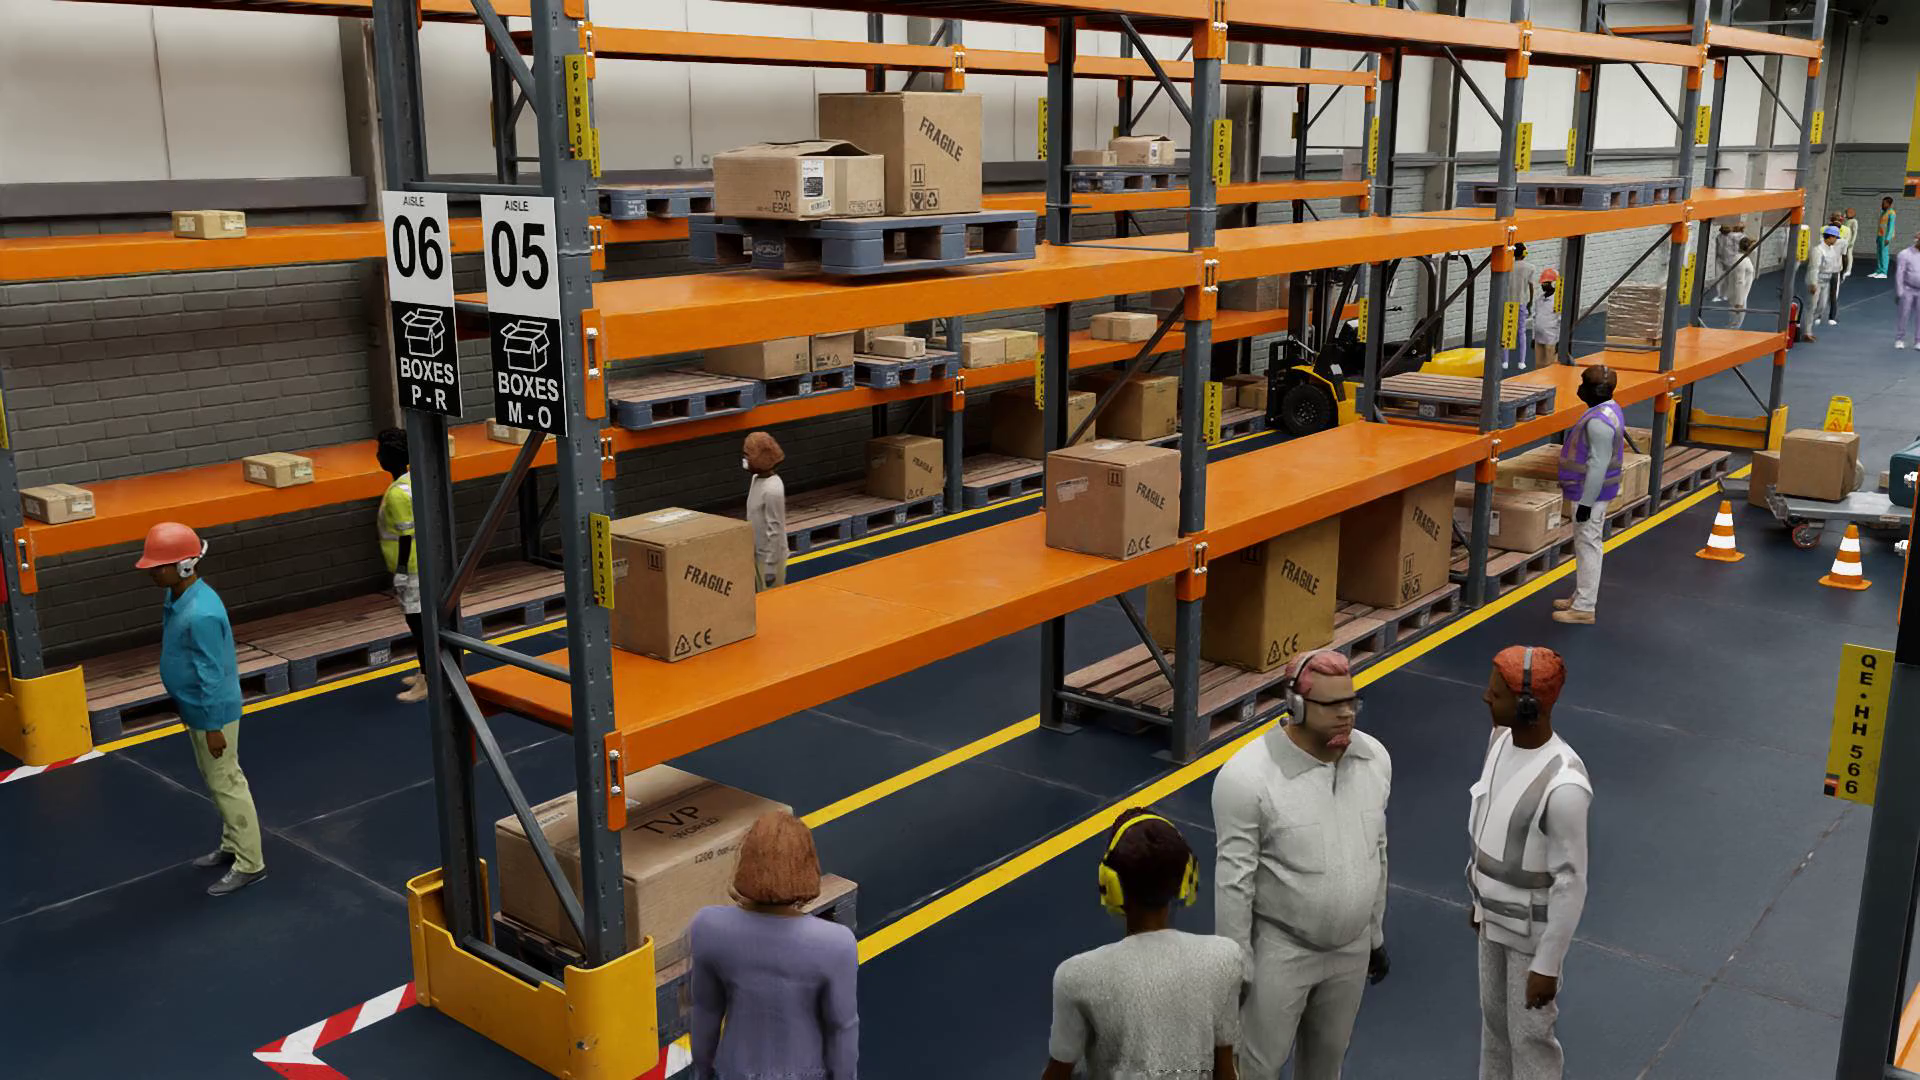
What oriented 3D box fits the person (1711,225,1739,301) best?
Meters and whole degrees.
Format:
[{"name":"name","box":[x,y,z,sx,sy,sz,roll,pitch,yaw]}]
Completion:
[{"name":"person","box":[15.790,-5.768,34.206,0.632,1.724,0.498,-10,17,-35]}]

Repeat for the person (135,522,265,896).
[{"name":"person","box":[-3.482,0.760,7.609,0.389,1.739,0.578,-9,17,-33]}]

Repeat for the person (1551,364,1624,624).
[{"name":"person","box":[4.456,-0.330,11.815,0.429,1.846,0.633,6,15,22]}]

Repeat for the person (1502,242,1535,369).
[{"name":"person","box":[8.164,-3.448,24.476,0.520,1.865,0.335,3,14,14]}]

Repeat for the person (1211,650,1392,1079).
[{"name":"person","box":[1.090,1.265,5.197,0.653,1.908,0.405,-7,15,-26]}]

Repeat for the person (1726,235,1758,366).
[{"name":"person","box":[11.633,-3.576,24.840,0.355,1.937,0.635,6,15,24]}]

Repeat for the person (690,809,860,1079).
[{"name":"person","box":[-0.534,1.545,4.669,0.512,1.608,0.695,3,14,10]}]

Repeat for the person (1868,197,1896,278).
[{"name":"person","box":[22.099,-7.230,39.754,0.378,1.918,0.598,2,14,6]}]

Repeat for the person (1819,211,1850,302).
[{"name":"person","box":[17.839,-5.786,34.028,0.570,1.845,0.384,5,15,21]}]

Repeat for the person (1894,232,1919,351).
[{"name":"person","box":[15.311,-3.984,26.625,0.671,1.904,0.515,3,14,12]}]

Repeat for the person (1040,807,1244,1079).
[{"name":"person","box":[0.432,1.564,4.221,0.538,1.836,0.909,-5,15,-18]}]

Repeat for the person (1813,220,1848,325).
[{"name":"person","box":[15.728,-4.831,30.092,0.538,1.869,0.313,6,15,24]}]

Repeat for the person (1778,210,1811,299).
[{"name":"person","box":[17.413,-5.961,34.667,1.010,1.879,0.569,-13,19,-43]}]

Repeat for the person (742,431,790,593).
[{"name":"person","box":[-1.210,0.126,10.414,0.267,1.628,0.501,-5,15,-18]}]

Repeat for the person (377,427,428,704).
[{"name":"person","box":[-3.363,0.152,10.159,0.321,1.696,0.537,-2,14,-8]}]

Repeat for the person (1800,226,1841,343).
[{"name":"person","box":[14.190,-4.242,27.606,0.787,1.925,0.488,-11,18,-38]}]

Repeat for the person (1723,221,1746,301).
[{"name":"person","box":[15.932,-5.717,34.171,0.315,1.641,0.514,-1,14,-6]}]

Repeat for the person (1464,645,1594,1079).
[{"name":"person","box":[1.794,1.238,5.357,0.360,1.882,0.575,-1,14,-4]}]

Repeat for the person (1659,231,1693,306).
[{"name":"person","box":[14.244,-5.561,33.170,0.987,1.839,0.613,-9,16,-33]}]

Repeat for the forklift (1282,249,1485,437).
[{"name":"forklift","box":[4.886,-2.214,18.767,2.313,2.155,1.214,11,18,38]}]

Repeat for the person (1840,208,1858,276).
[{"name":"person","box":[21.566,-7.248,40.422,0.286,1.631,0.501,-2,14,-8]}]

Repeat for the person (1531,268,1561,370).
[{"name":"person","box":[7.438,-2.568,21.117,0.343,1.749,0.573,-5,15,-19]}]
